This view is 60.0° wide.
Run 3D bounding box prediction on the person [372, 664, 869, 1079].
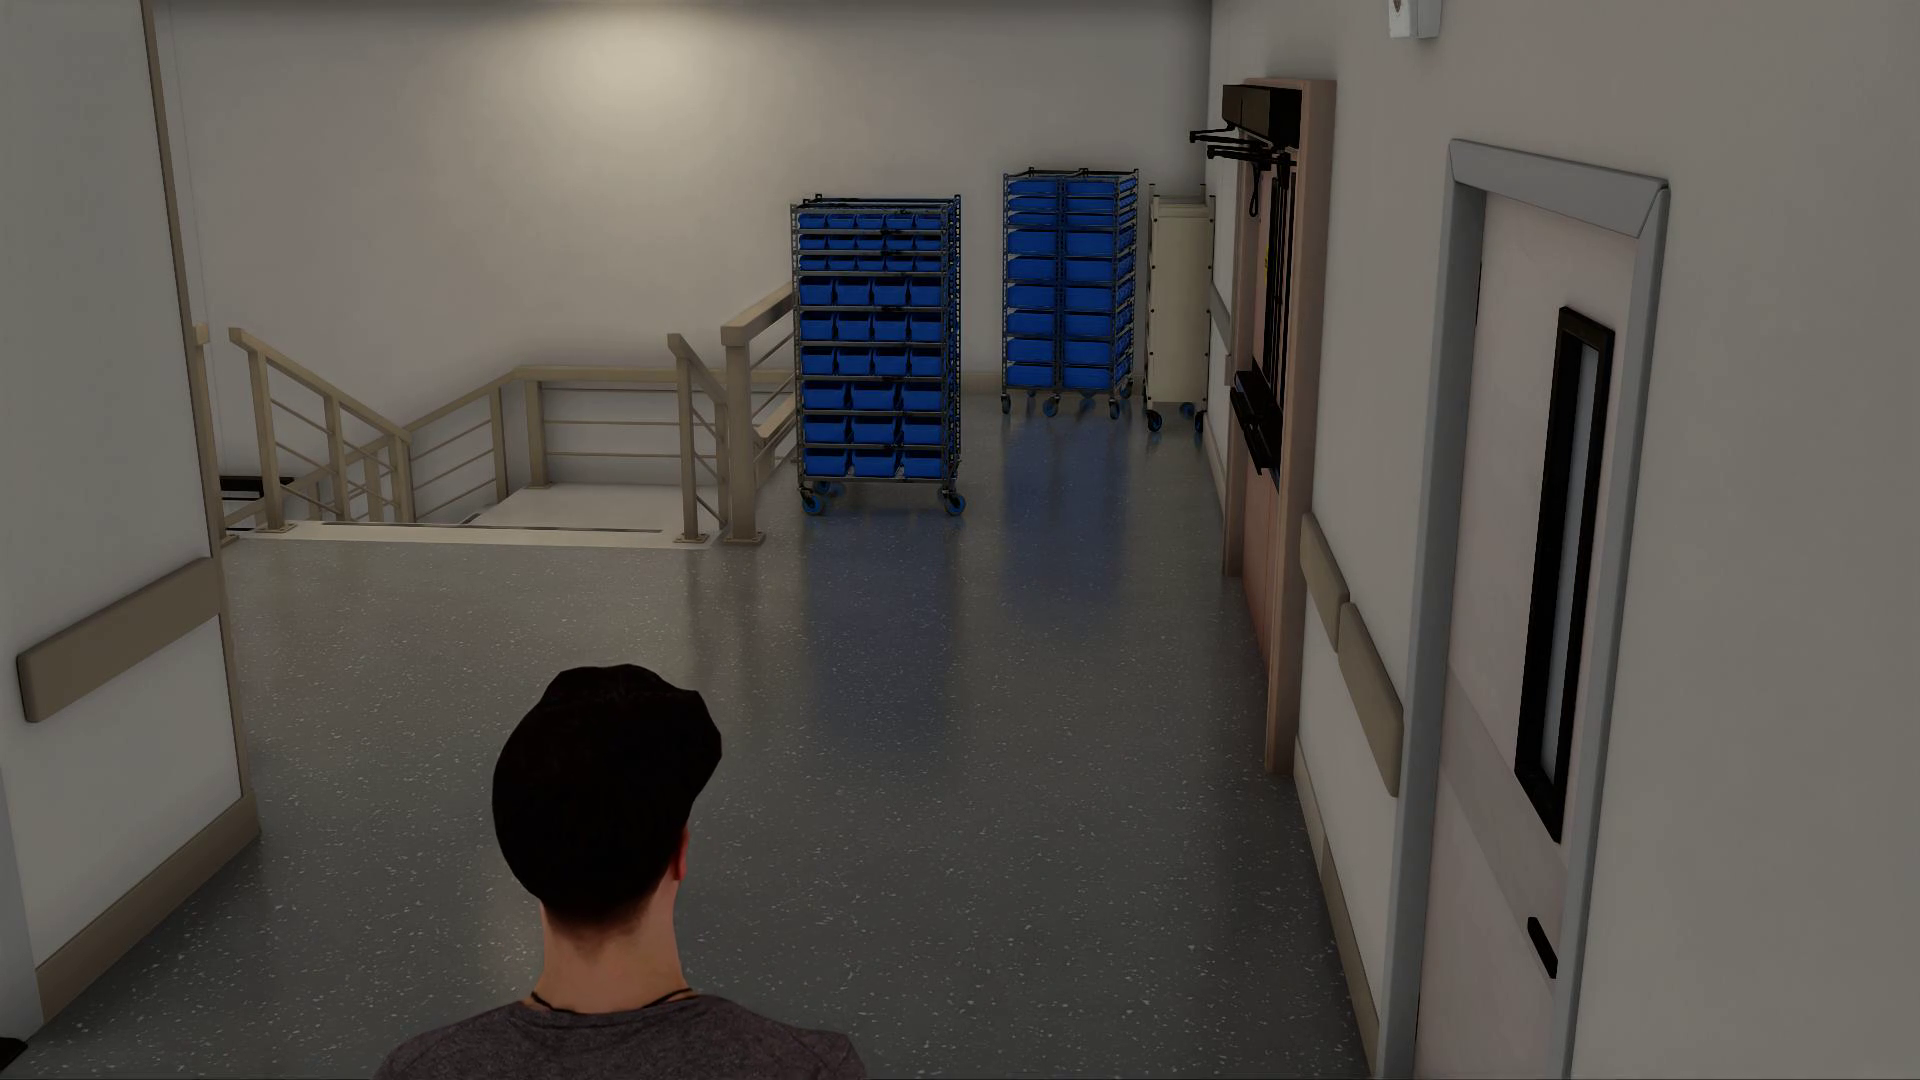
[{"bbox_3d":[-0.315,1.055,1.736,0.713,1.905,0.599,0,16,0],"label":"person"}]
